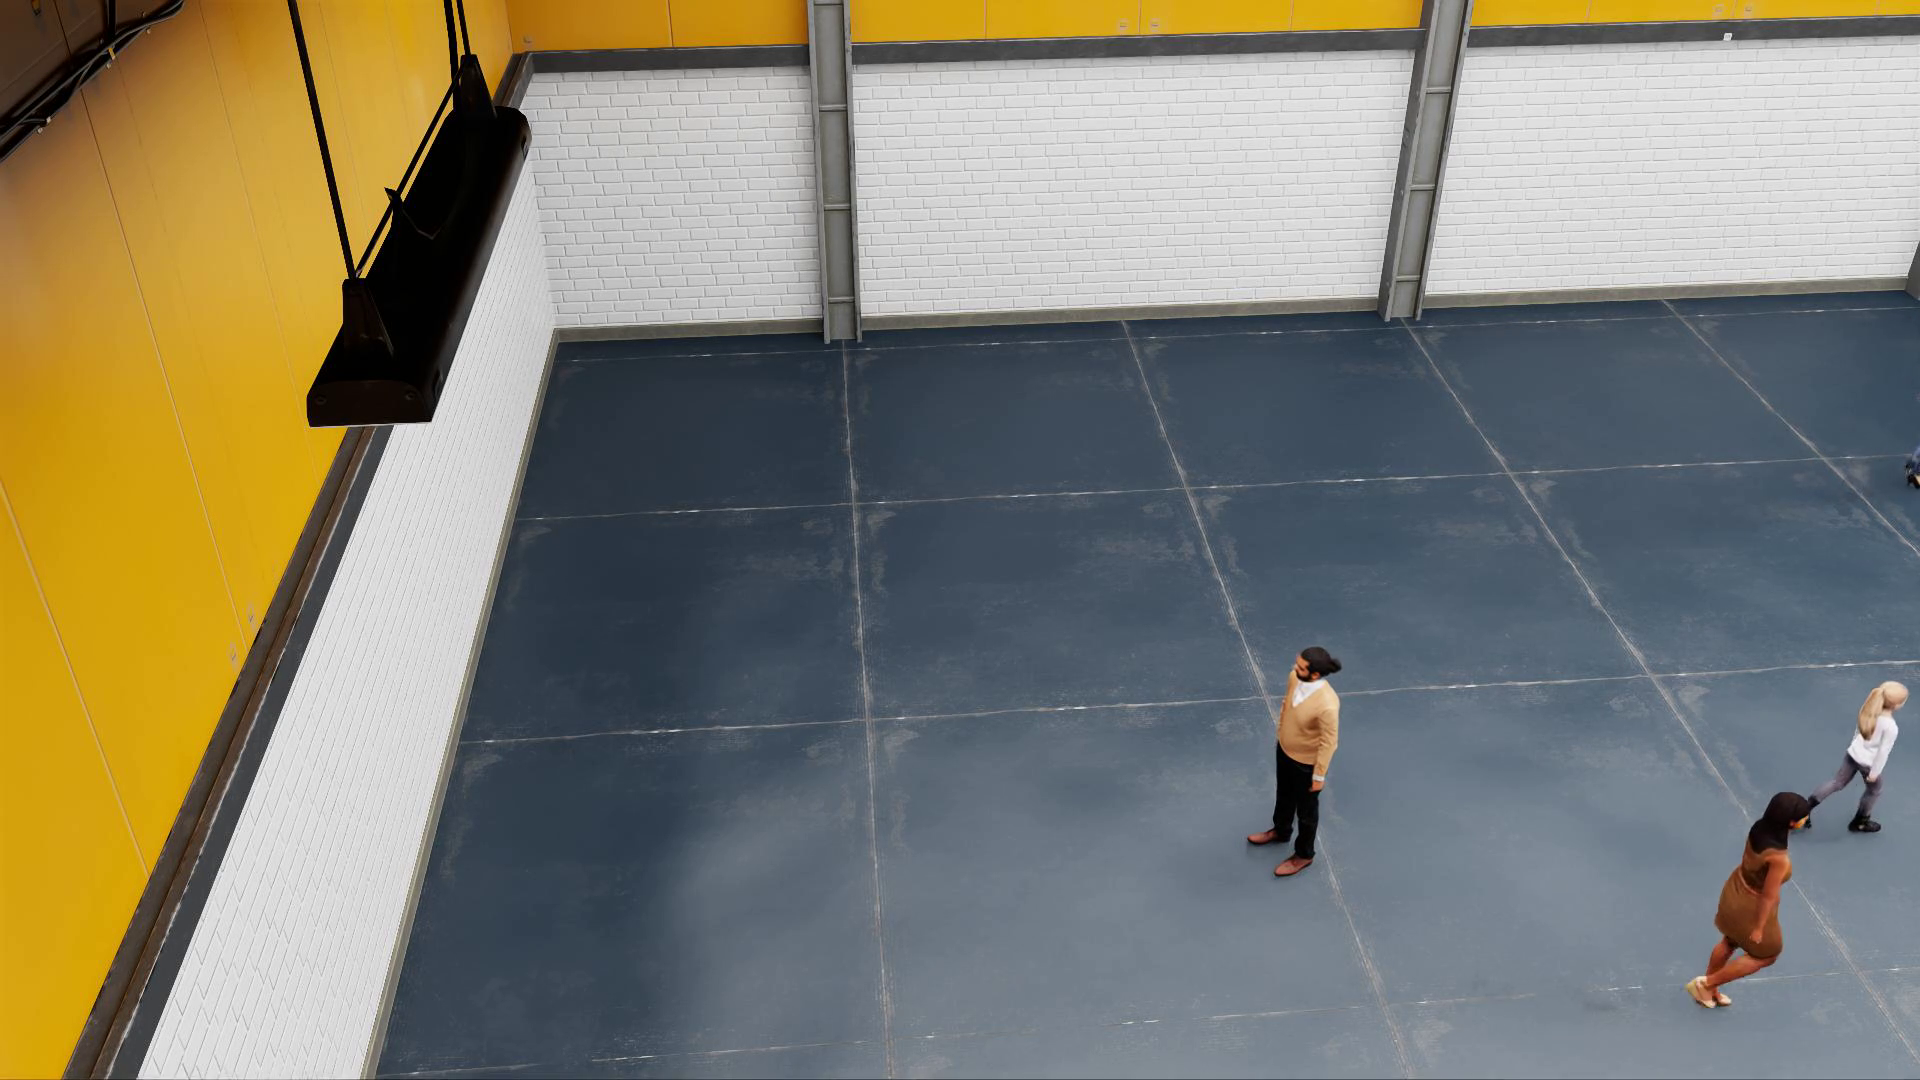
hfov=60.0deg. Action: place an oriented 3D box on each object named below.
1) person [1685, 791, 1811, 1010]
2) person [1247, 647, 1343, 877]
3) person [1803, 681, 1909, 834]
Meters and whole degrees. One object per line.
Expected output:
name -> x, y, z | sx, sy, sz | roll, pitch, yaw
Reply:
person -> 4.475, 2.115, 9.604 | 0.704, 1.676, 0.656 | 5, 34, 8
person -> 2.200, 1.375, 10.649 | 0.690, 1.751, 0.718 | -12, 35, -17
person -> 5.910, 1.452, 10.979 | 0.868, 1.259, 0.526 | -5, 34, -8
